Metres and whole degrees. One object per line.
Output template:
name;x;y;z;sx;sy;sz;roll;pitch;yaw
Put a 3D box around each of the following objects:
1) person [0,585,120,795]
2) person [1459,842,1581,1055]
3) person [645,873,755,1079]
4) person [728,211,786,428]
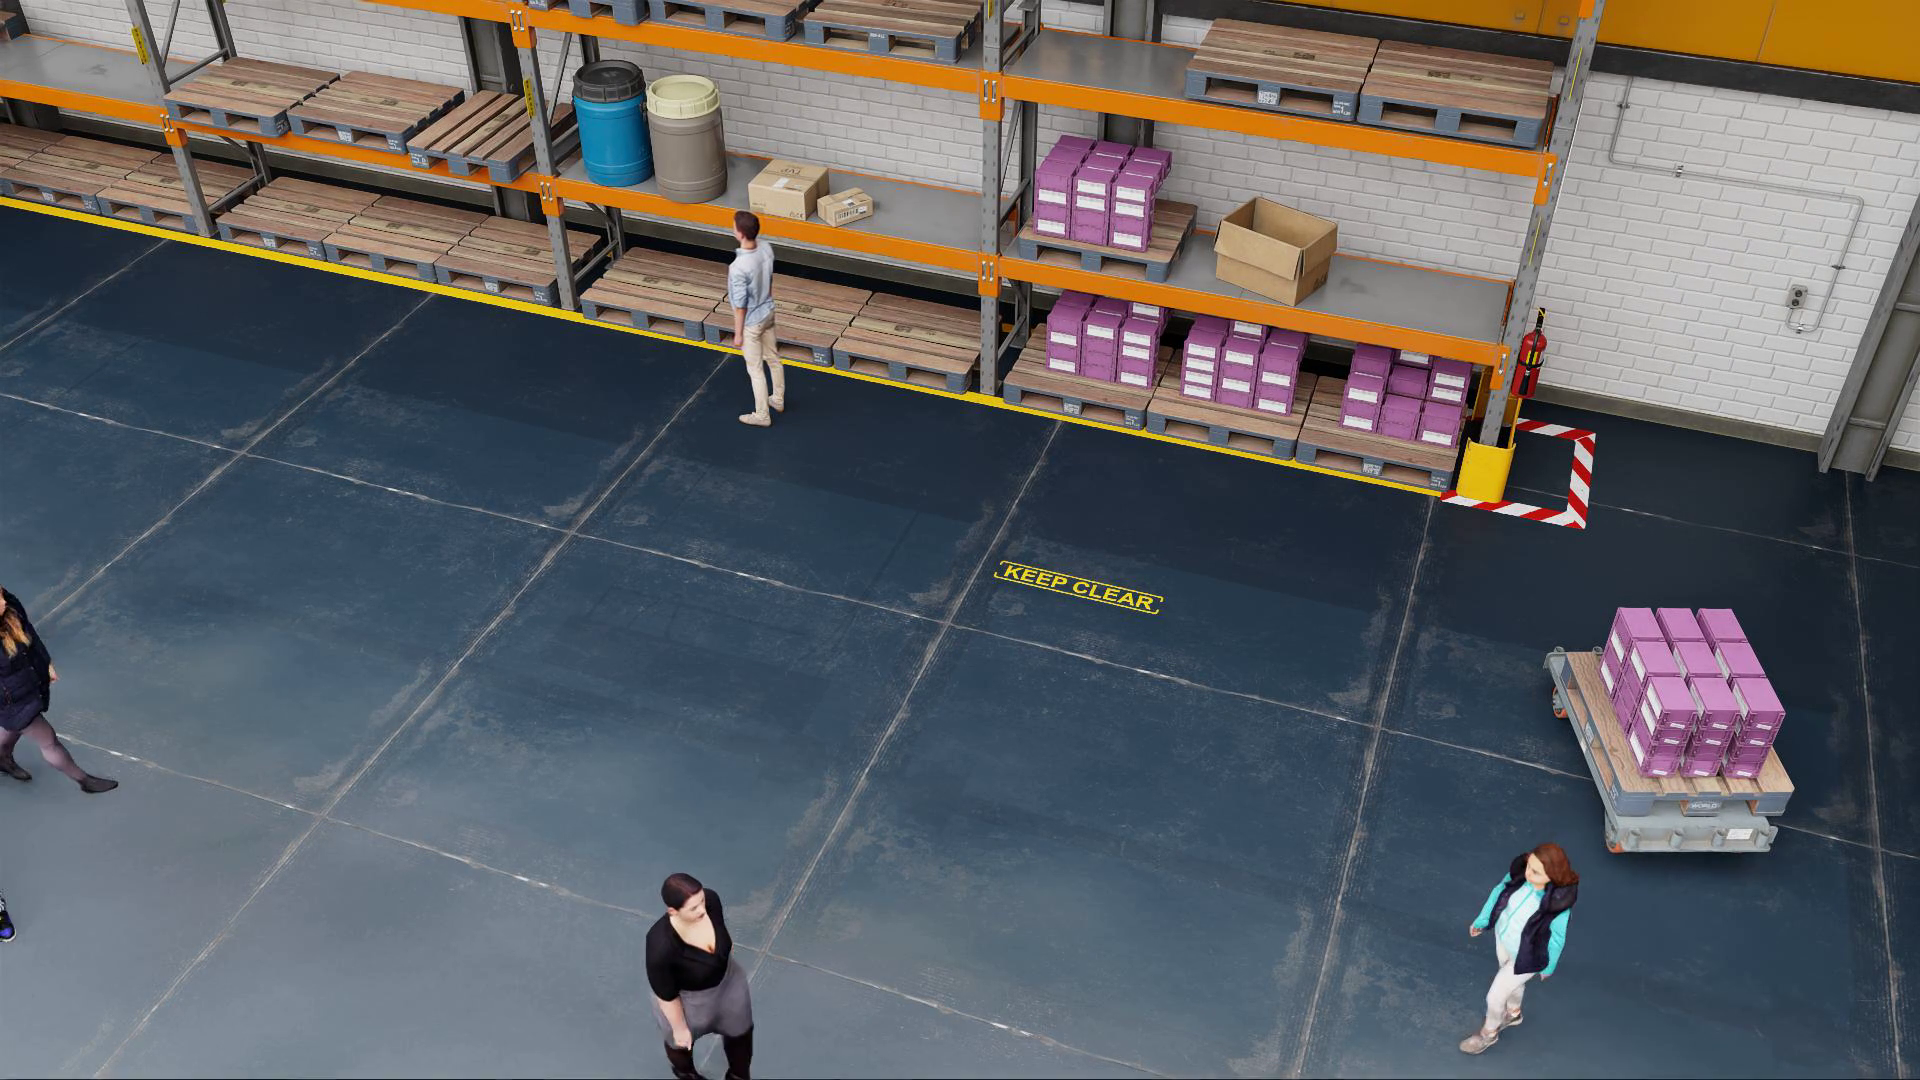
person;-5.747;0.885;9.971;1.146;1.627;0.799;7;39;9
person;2.961;2.065;8.608;0.832;1.483;0.760;-11;40;-13
person;-1.383;2.199;8.233;0.825;1.741;0.772;24;44;27
person;-1.601;-1.737;13.077;0.620;1.847;0.687;20;43;23
